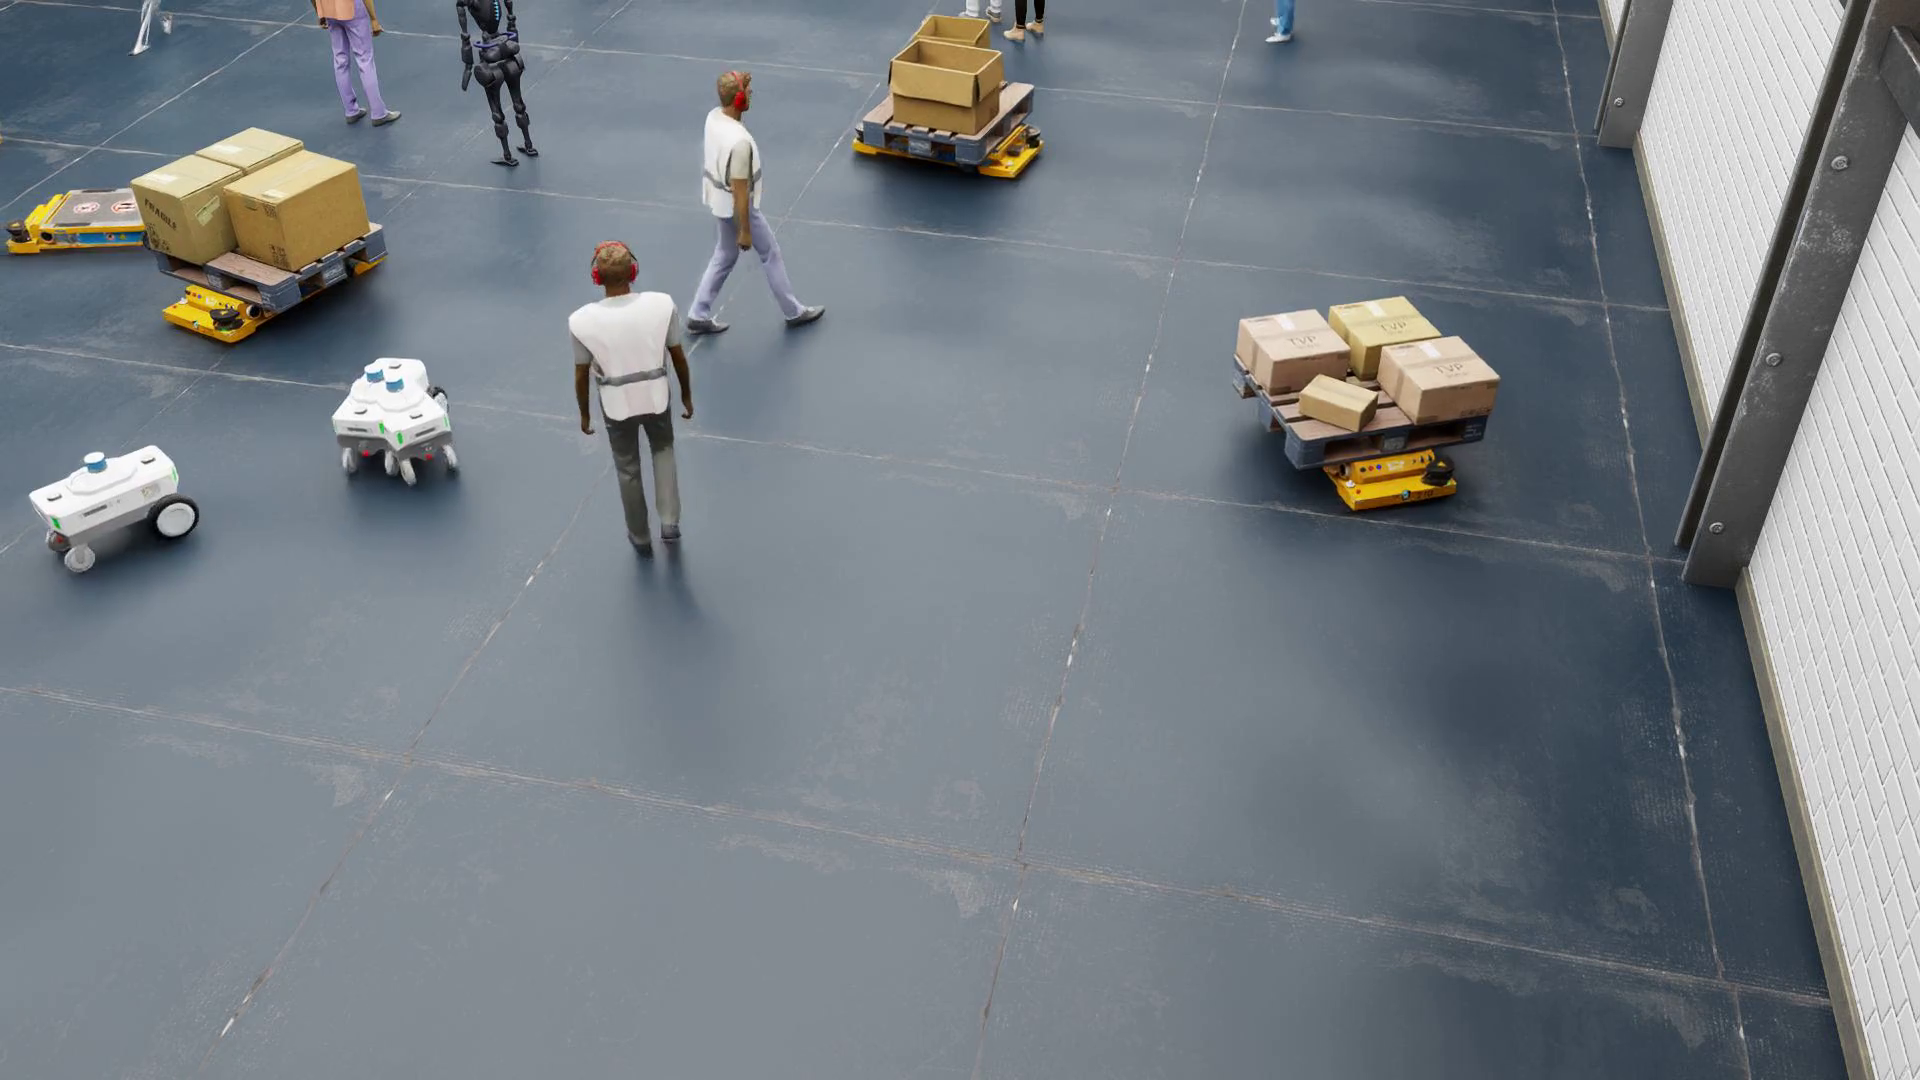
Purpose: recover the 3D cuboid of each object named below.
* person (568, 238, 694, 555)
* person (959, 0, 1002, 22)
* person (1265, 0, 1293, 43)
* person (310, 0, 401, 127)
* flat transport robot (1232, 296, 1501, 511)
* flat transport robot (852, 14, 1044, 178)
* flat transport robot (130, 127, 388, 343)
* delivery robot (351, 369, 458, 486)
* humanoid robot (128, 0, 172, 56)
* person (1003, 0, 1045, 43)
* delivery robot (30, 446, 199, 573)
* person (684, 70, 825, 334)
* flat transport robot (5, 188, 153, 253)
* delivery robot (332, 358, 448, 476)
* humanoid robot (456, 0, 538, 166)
[{"bbox_3d":[-1.726,-0.718,8.872,0.595,1.824,0.434,-16,40,-20],"label":"person"},{"bbox_3d":[0.188,-5.795,15.627,0.574,1.882,0.361,-15,39,-19],"label":"person"},{"bbox_3d":[3.006,-5.439,15.312,0.359,1.692,0.619,5,37,7],"label":"person"},{"bbox_3d":[-5.054,-4.306,13.665,0.568,1.842,0.378,10,38,13],"label":"person"},{"bbox_3d":[2.388,-0.688,10.140,0.659,0.231,1.431,-9,38,-12],"label":"flat transport robot"},{"bbox_3d":[-0.099,-3.265,13.588,1.431,0.231,0.659,15,39,19],"label":"flat transport robot"},{"bbox_3d":[-4.797,-1.838,11.678,0.659,0.231,1.431,19,41,23],"label":"flat transport robot"},{"bbox_3d":[-3.339,-0.731,9.947,0.499,0.581,0.768,-26,44,-30],"label":"delivery robot"},{"bbox_3d":[-7.601,-5.361,15.201,0.558,1.811,0.904,11,38,14],"label":"humanoid robot"},{"bbox_3d":[0.604,-5.471,15.345,0.539,1.695,0.317,-28,45,-32],"label":"person"},{"bbox_3d":[-4.717,-0.216,9.285,0.815,0.614,0.499,-30,46,-34],"label":"delivery robot"},{"bbox_3d":[-1.438,-2.178,10.866,0.904,1.794,0.614,-19,41,-23],"label":"person"},{"bbox_3d":[-6.262,-2.389,12.415,1.431,0.231,0.659,-3,37,-3],"label":"flat transport robot"},{"bbox_3d":[-3.470,-0.791,10.053,0.499,0.612,0.796,4,37,5],"label":"delivery robot"},{"bbox_3d":[-3.672,-3.789,13.101,0.315,1.657,0.599,23,43,28],"label":"humanoid robot"}]
